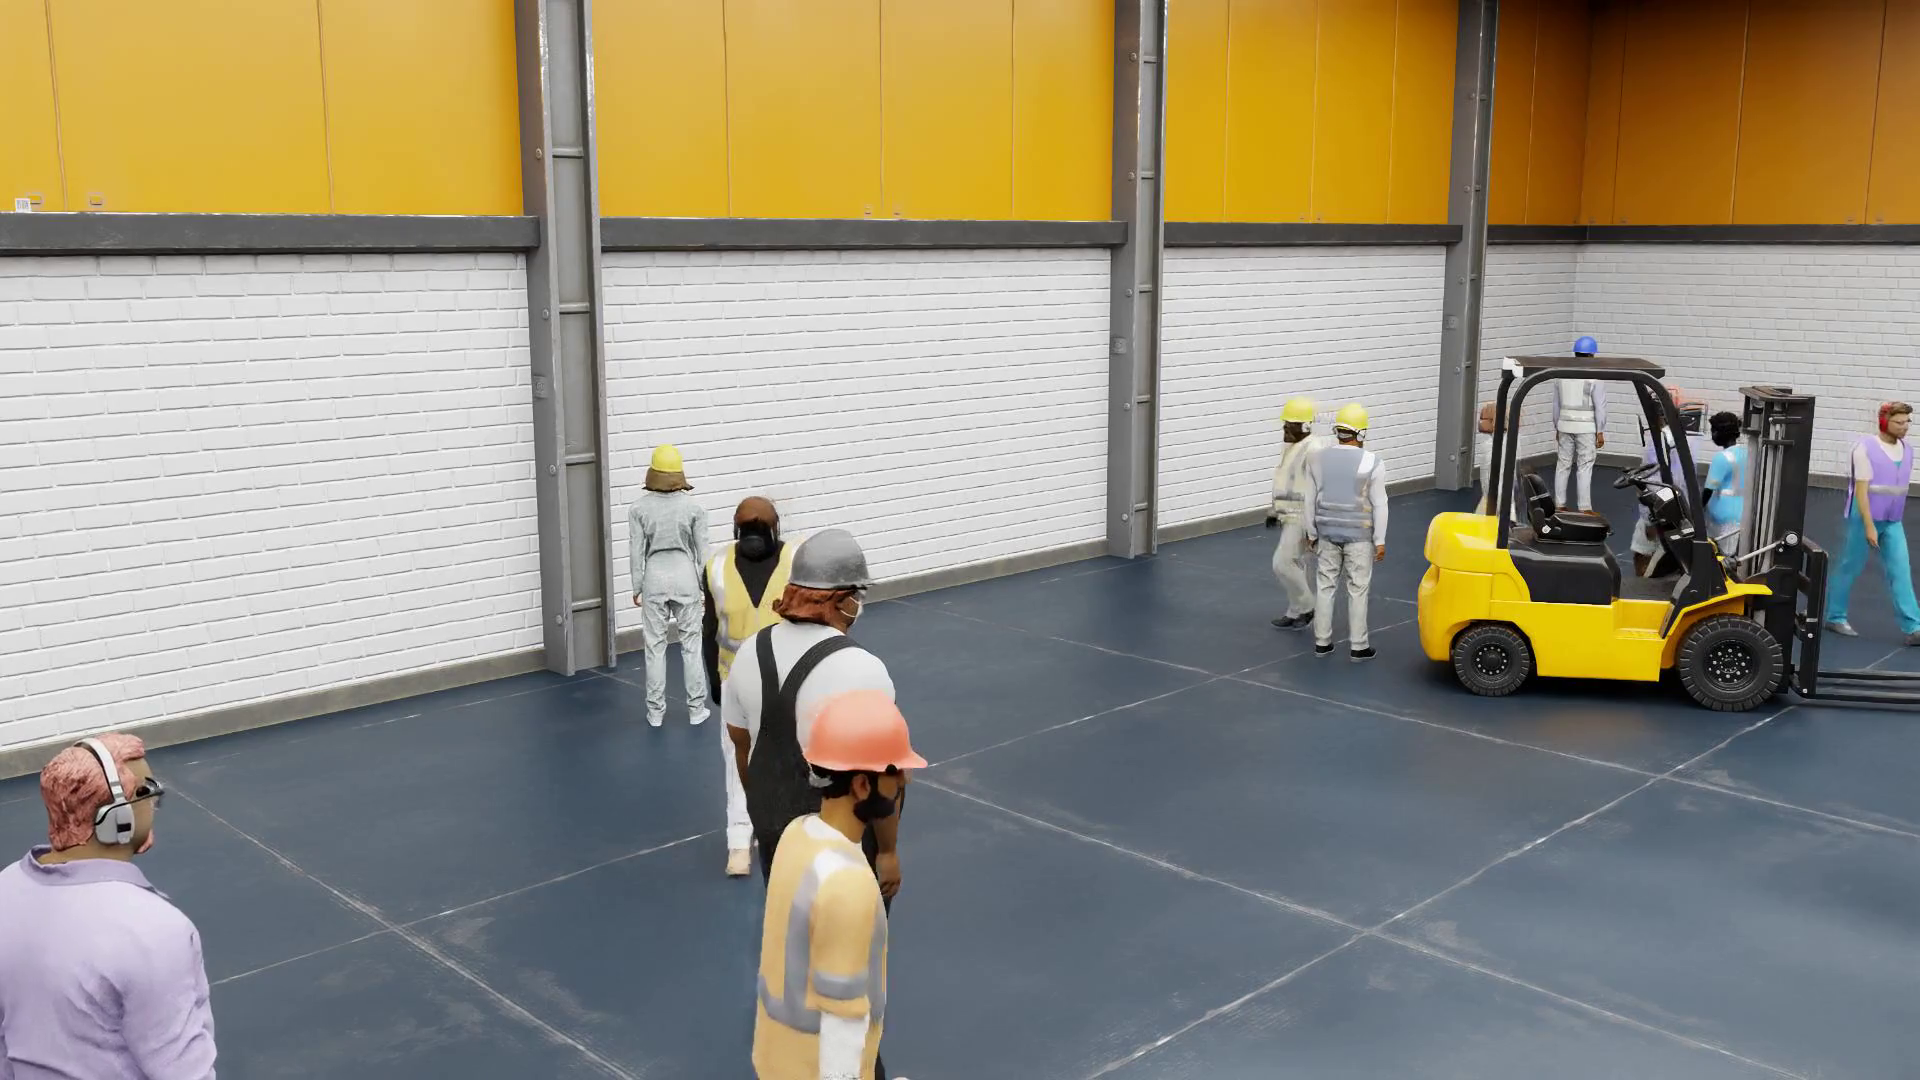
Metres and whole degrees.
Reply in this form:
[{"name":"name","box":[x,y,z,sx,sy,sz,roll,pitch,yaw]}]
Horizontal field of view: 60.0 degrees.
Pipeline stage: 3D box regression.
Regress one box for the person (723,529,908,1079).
[{"name":"person","box":[-0.435,0.959,5.716,0.688,2.000,0.536,8,13,37]}]

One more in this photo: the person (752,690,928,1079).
[{"name":"person","box":[-0.360,1.318,4.101,0.602,1.915,0.577,-3,11,-16]}]

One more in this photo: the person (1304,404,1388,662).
[{"name":"person","box":[2.742,-0.051,11.788,0.600,1.831,0.404,7,12,33]}]

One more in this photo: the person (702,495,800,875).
[{"name":"person","box":[-0.942,0.642,8.127,0.622,1.804,0.936,1,10,3]}]

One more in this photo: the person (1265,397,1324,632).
[{"name":"person","box":[2.538,-0.183,12.584,0.430,1.810,0.636,-1,10,-3]}]

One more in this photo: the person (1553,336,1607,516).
[{"name":"person","box":[6.563,-1.180,17.632,0.389,1.948,0.605,-8,13,-36]}]

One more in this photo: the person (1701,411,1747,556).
[{"name":"person","box":[5.975,-0.178,12.981,0.835,1.643,0.527,9,13,39]}]

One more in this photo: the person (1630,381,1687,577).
[{"name":"person","box":[5.298,-0.229,12.513,0.632,1.926,0.557,9,14,41]}]

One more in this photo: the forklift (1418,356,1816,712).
[{"name":"forklift","box":[4.276,-0.101,11.076,2.313,2.155,1.214,2,11,13]}]

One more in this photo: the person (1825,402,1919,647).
[{"name":"person","box":[6.806,-0.111,12.206,0.562,1.792,0.962,-4,11,-19]}]

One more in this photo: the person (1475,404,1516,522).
[{"name":"person","box":[4.548,-0.354,14.164,0.870,1.565,0.517,9,13,39]}]

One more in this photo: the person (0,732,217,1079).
[{"name":"person","box":[-1.906,1.374,3.819,0.644,1.907,0.399,6,12,28]}]

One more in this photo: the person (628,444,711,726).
[{"name":"person","box":[-1.778,0.278,10.237,0.493,1.743,0.301,-1,10,-7]}]
